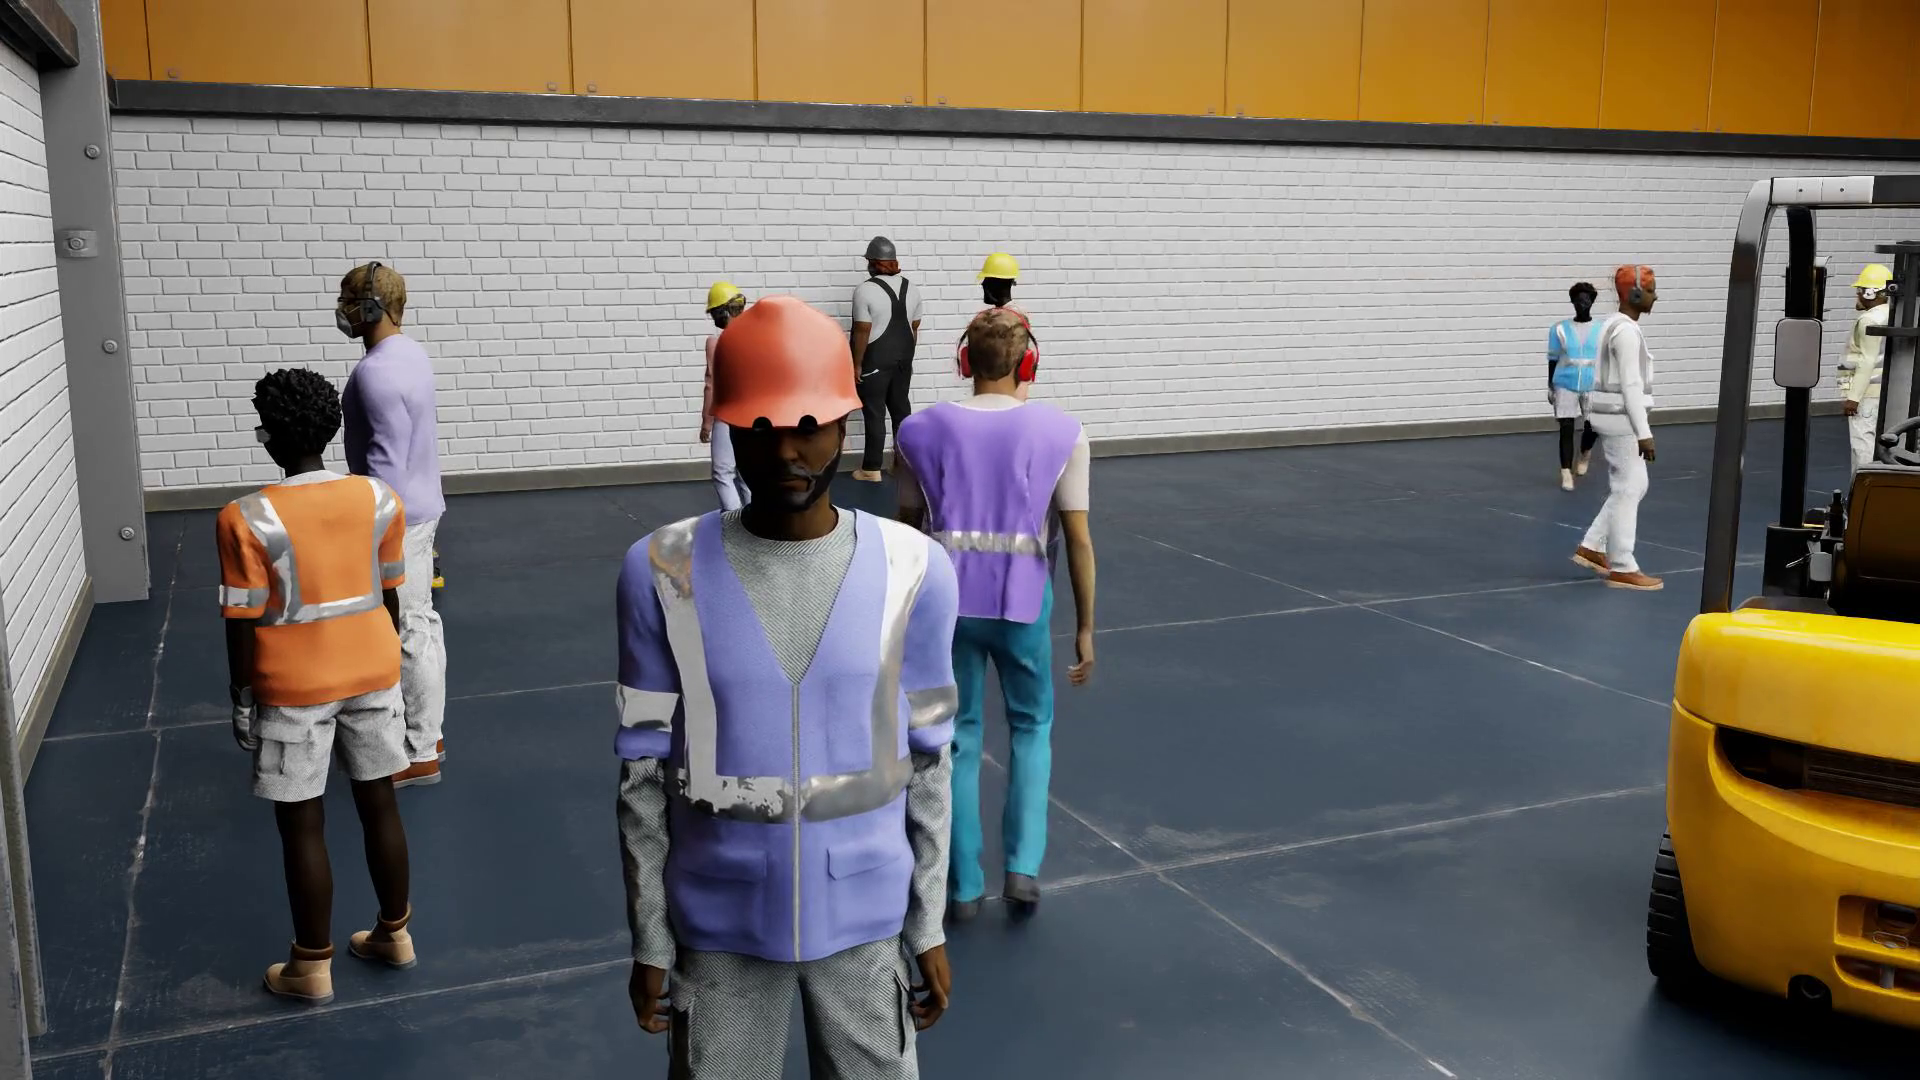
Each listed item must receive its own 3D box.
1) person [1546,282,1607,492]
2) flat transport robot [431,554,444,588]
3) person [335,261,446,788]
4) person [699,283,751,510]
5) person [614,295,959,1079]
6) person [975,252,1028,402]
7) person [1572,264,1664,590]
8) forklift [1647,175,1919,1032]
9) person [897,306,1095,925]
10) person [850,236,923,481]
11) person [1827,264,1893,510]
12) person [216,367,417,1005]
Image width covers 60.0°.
[{"bbox_3d":[5.009,-1.239,13.462,0.543,1.658,0.607,4,11,19],"label":"person"},{"bbox_3d":[-3.557,0.102,9.919,0.652,0.197,1.431,-5,12,-28],"label":"flat transport robot"},{"bbox_3d":[-2.104,-0.051,6.165,0.372,1.940,0.629,-2,10,-10],"label":"person"},{"bbox_3d":[-1.401,-0.734,10.459,0.478,1.745,0.622,6,12,30],"label":"person"},{"bbox_3d":[-0.263,0.589,2.639,0.543,1.939,0.356,-2,10,-10],"label":"person"},{"bbox_3d":[0.277,-0.958,11.188,0.359,1.930,0.588,-1,10,-4],"label":"person"},{"bbox_3d":[3.859,-0.644,9.595,0.431,1.879,0.599,3,11,18],"label":"person"},{"bbox_3d":[2.810,0.094,4.662,1.214,2.155,2.313,7,12,34],"label":"forklift"},{"bbox_3d":[0.090,0.235,4.911,0.606,1.822,0.449,1,10,5],"label":"person"},{"bbox_3d":[-0.680,-1.519,13.971,0.683,2.000,0.537,-10,14,-43],"label":"person"},{"bbox_3d":[6.664,-1.101,12.237,0.588,1.835,0.403,-10,14,-43],"label":"person"},{"bbox_3d":[-1.706,0.387,4.445,0.320,1.690,0.529,9,13,39],"label":"person"}]
